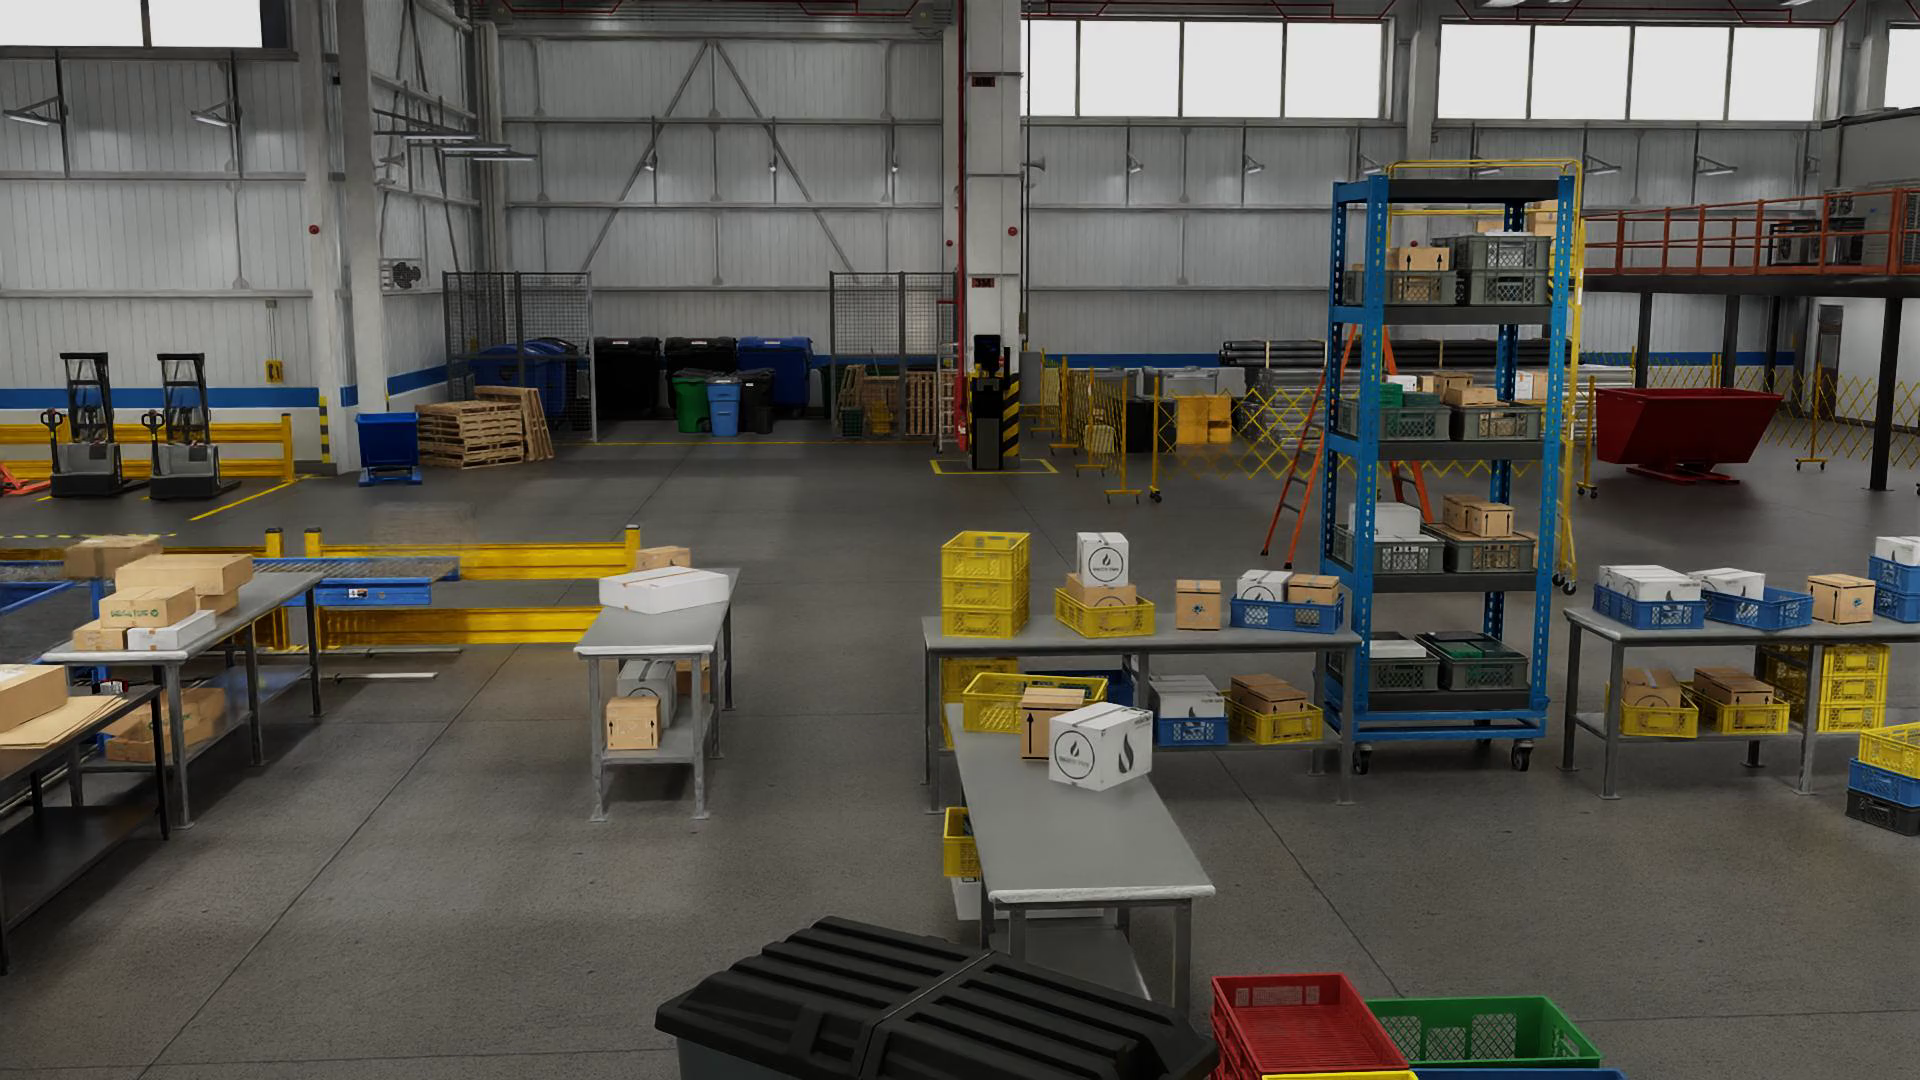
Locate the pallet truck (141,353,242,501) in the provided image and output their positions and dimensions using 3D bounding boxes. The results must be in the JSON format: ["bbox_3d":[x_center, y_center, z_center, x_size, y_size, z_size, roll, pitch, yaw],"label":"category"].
[{"bbox_3d":[-10.520,-1.604,22.925,0.823,1.965,1.885,-1,9,-6],"label":"pallet truck"}]

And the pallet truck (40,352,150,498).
[{"bbox_3d":[-11.907,-1.642,23.165,0.823,1.965,1.885,0,9,0],"label":"pallet truck"}]

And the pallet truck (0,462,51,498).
[{"bbox_3d":[-13.193,-1.293,23.148,0.653,1.274,1.630,-1,9,-4],"label":"pallet truck"}]
